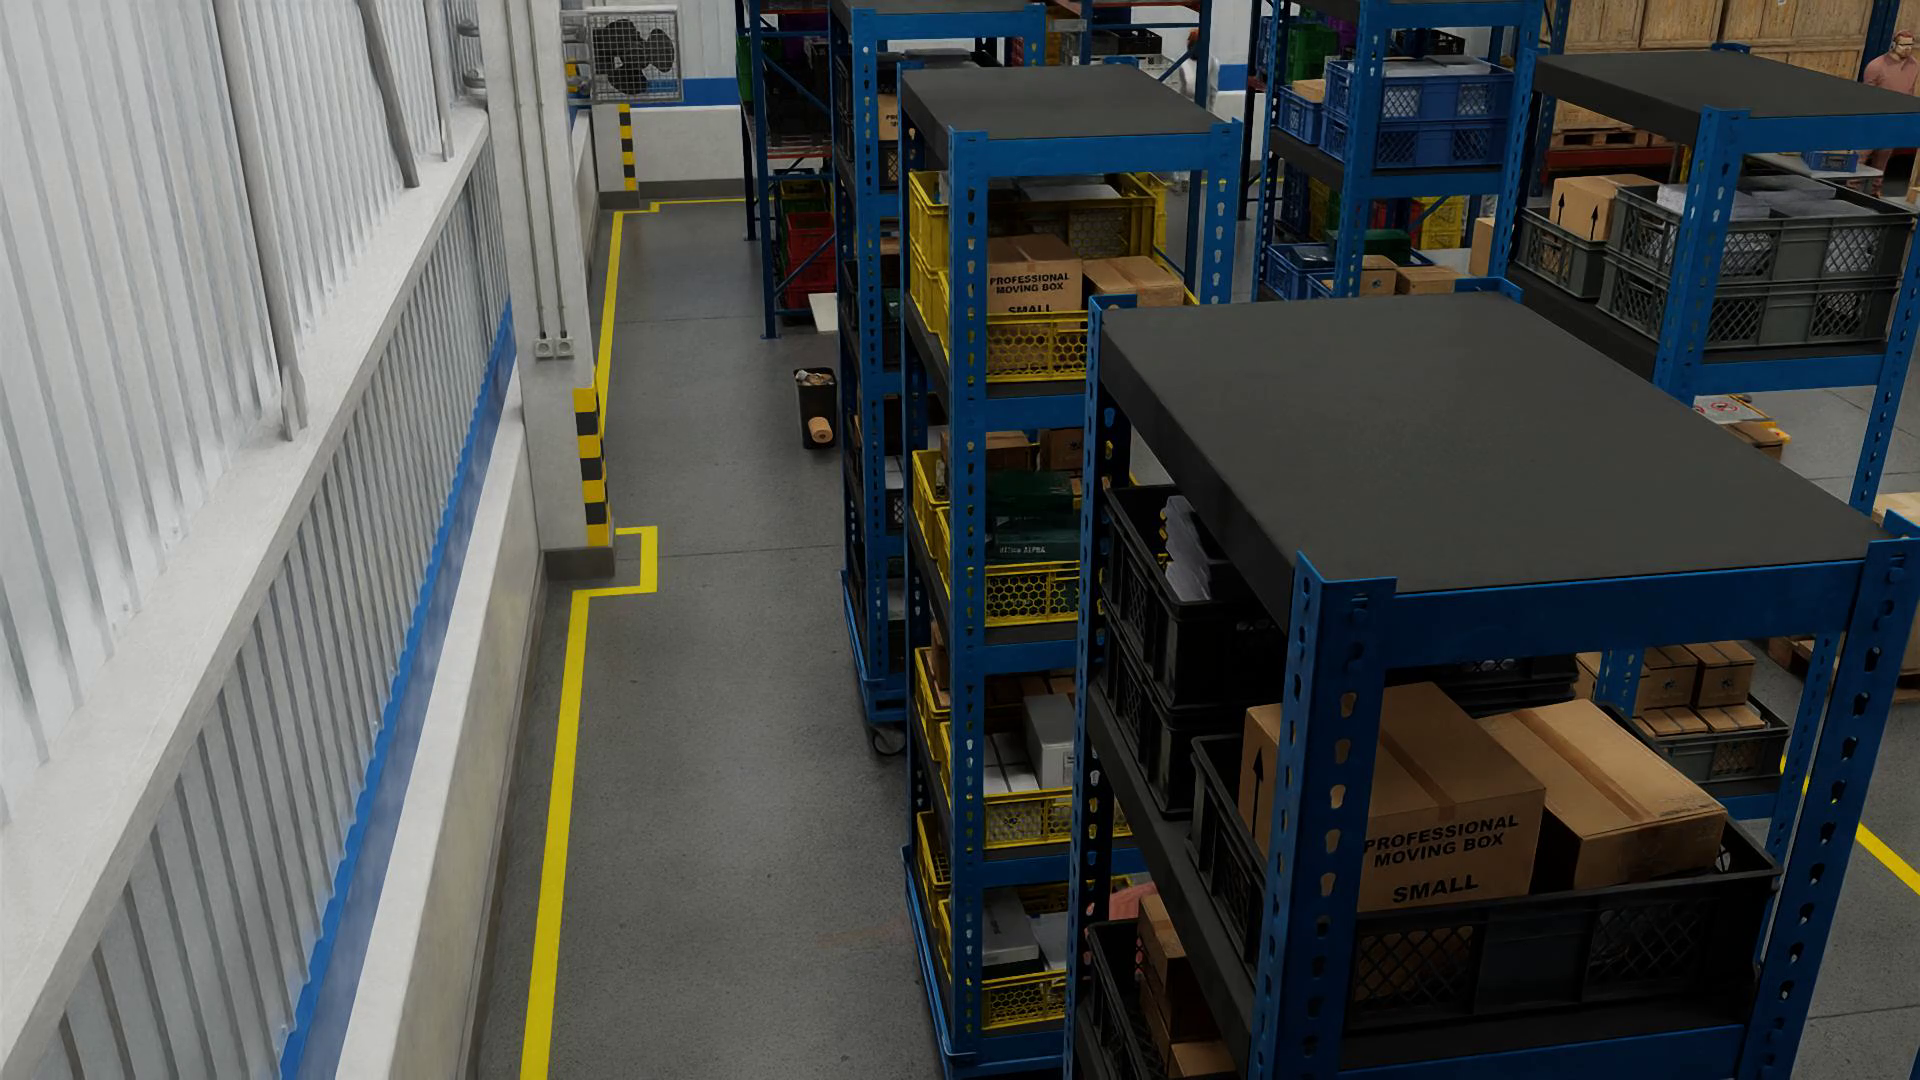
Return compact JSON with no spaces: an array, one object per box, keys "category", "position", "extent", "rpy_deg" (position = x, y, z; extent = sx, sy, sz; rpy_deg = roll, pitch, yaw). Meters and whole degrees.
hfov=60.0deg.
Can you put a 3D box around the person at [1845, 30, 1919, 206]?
[{"category":"person","position":[10.306,-4.691,18.521],"extent":[0.652,1.906,0.402],"rpy_deg":[-4,25,-9]}]

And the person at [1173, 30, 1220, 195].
[{"category":"person","position":[2.644,-4.887,19.022],"extent":[0.578,1.844,0.637],"rpy_deg":[-5,25,-10]}]

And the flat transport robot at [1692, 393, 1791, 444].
[{"category":"flat transport robot","position":[5.224,-0.859,12.132],"extent":[1.431,0.197,0.652],"rpy_deg":[-4,25,-8]}]

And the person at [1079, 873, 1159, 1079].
[{"category":"person","position":[0.622,1.573,4.801],"extent":[0.623,1.989,0.400],"rpy_deg":[-4,25,-9]}]

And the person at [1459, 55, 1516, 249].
[{"category":"person","position":[5.366,-3.909,16.783],"extent":[0.635,1.936,0.354],"rpy_deg":[-4,25,-9]}]
